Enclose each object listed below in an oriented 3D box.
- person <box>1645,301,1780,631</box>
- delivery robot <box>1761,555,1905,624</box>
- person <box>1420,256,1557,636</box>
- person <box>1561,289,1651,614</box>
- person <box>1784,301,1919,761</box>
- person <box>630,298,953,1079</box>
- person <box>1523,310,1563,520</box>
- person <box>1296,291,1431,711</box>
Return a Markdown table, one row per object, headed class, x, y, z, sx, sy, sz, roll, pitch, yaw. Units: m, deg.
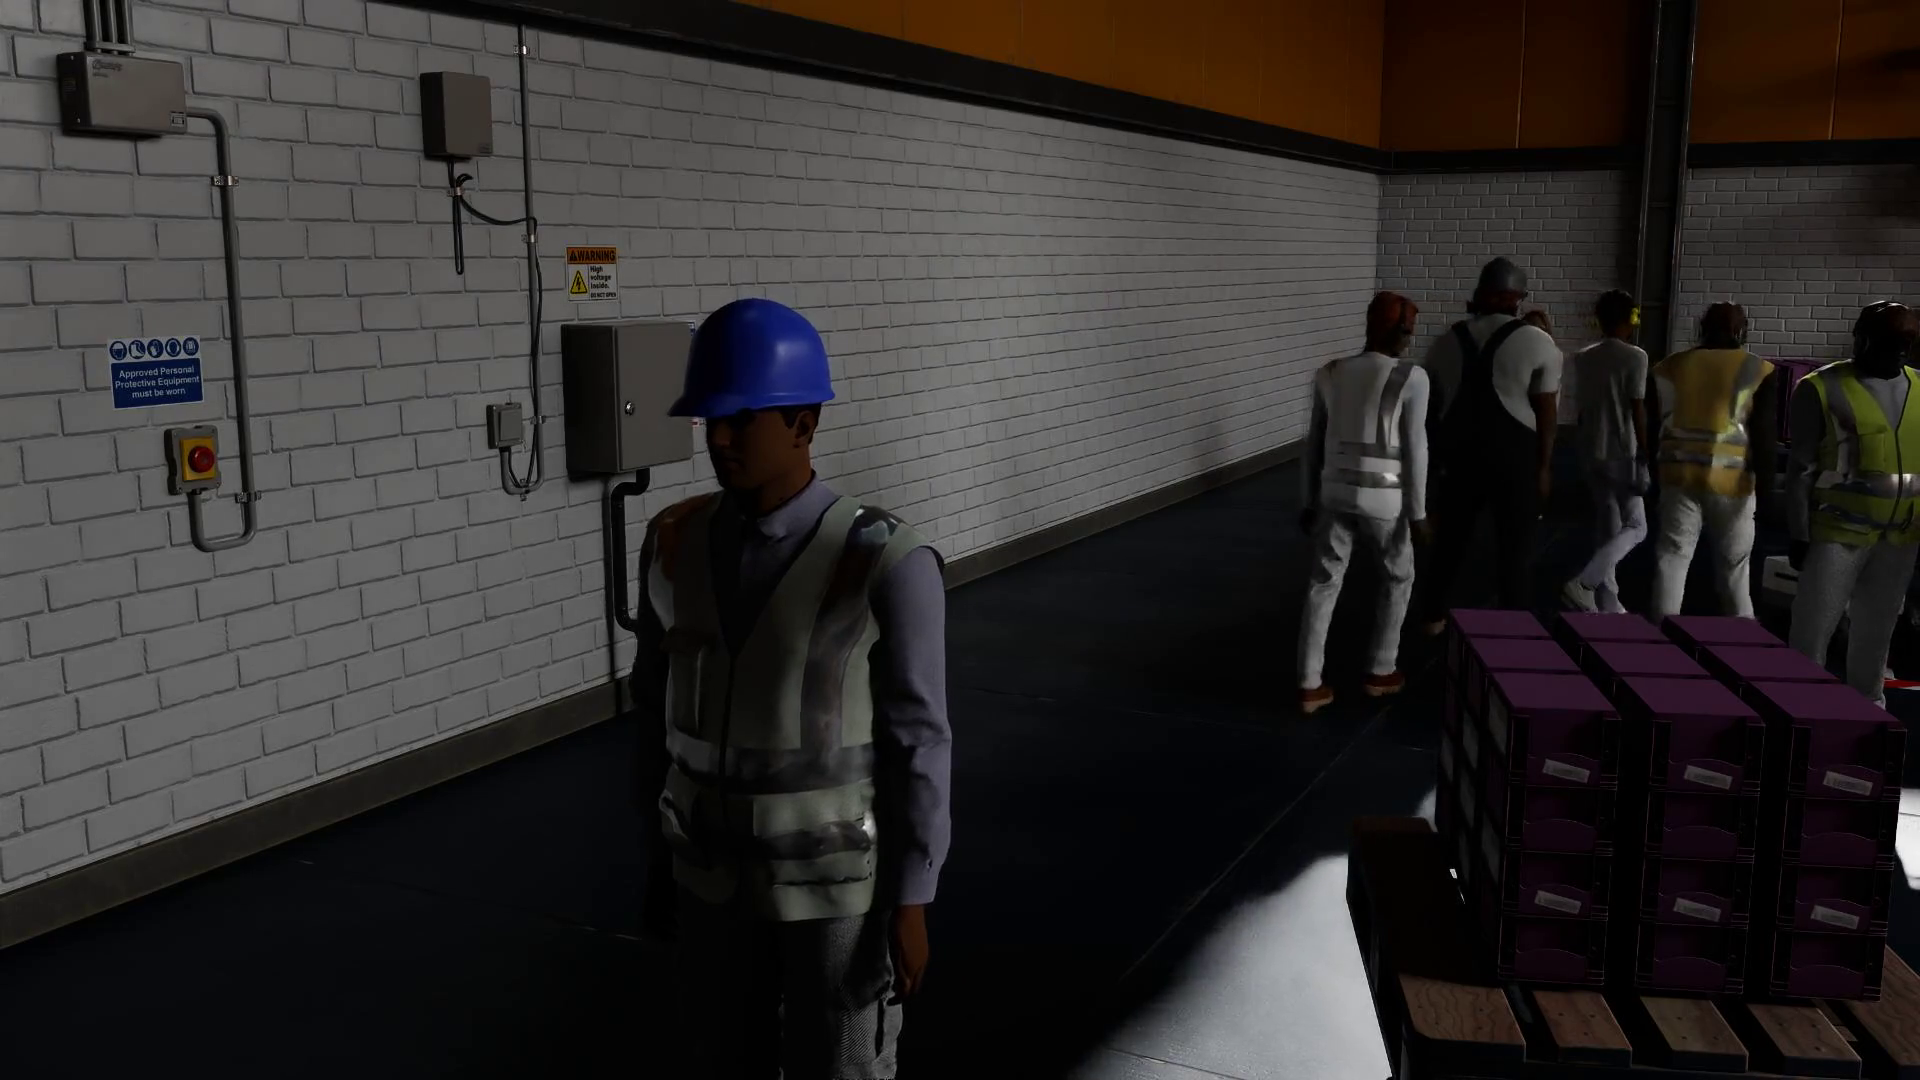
| class | x | y | z | sx | sy | sz | roll | pitch | yaw |
| --- | --- | --- | --- | --- | --- | --- | --- | --- | --- |
| person | 3.724 | -0.280 | 8.237 | 0.682 | 1.781 | 0.969 | 9 | 13 | 41 |
| delivery robot | 4.474 | 0.235 | 8.540 | 0.477 | 0.478 | 0.707 | -2 | 10 | -13 |
| person | 2.746 | -0.461 | 8.545 | 0.688 | 2.000 | 0.536 | 9 | 13 | 41 |
| person | 3.455 | -0.427 | 8.966 | 0.524 | 1.834 | 0.562 | -4 | 10 | -20 |
| person | 3.587 | -0.023 | 6.606 | 0.622 | 1.838 | 0.429 | -1 | 10 | -4 |
| person | -0.310 | 0.565 | 2.871 | 0.608 | 1.946 | 0.406 | 5 | 11 | 27 |
| person | 4.390 | -0.991 | 12.917 | 0.512 | 1.592 | 0.863 | 2 | 10 | 9 |
| person | 1.822 | -0.166 | 7.397 | 0.643 | 1.851 | 0.753 | 9 | 14 | 43 |
